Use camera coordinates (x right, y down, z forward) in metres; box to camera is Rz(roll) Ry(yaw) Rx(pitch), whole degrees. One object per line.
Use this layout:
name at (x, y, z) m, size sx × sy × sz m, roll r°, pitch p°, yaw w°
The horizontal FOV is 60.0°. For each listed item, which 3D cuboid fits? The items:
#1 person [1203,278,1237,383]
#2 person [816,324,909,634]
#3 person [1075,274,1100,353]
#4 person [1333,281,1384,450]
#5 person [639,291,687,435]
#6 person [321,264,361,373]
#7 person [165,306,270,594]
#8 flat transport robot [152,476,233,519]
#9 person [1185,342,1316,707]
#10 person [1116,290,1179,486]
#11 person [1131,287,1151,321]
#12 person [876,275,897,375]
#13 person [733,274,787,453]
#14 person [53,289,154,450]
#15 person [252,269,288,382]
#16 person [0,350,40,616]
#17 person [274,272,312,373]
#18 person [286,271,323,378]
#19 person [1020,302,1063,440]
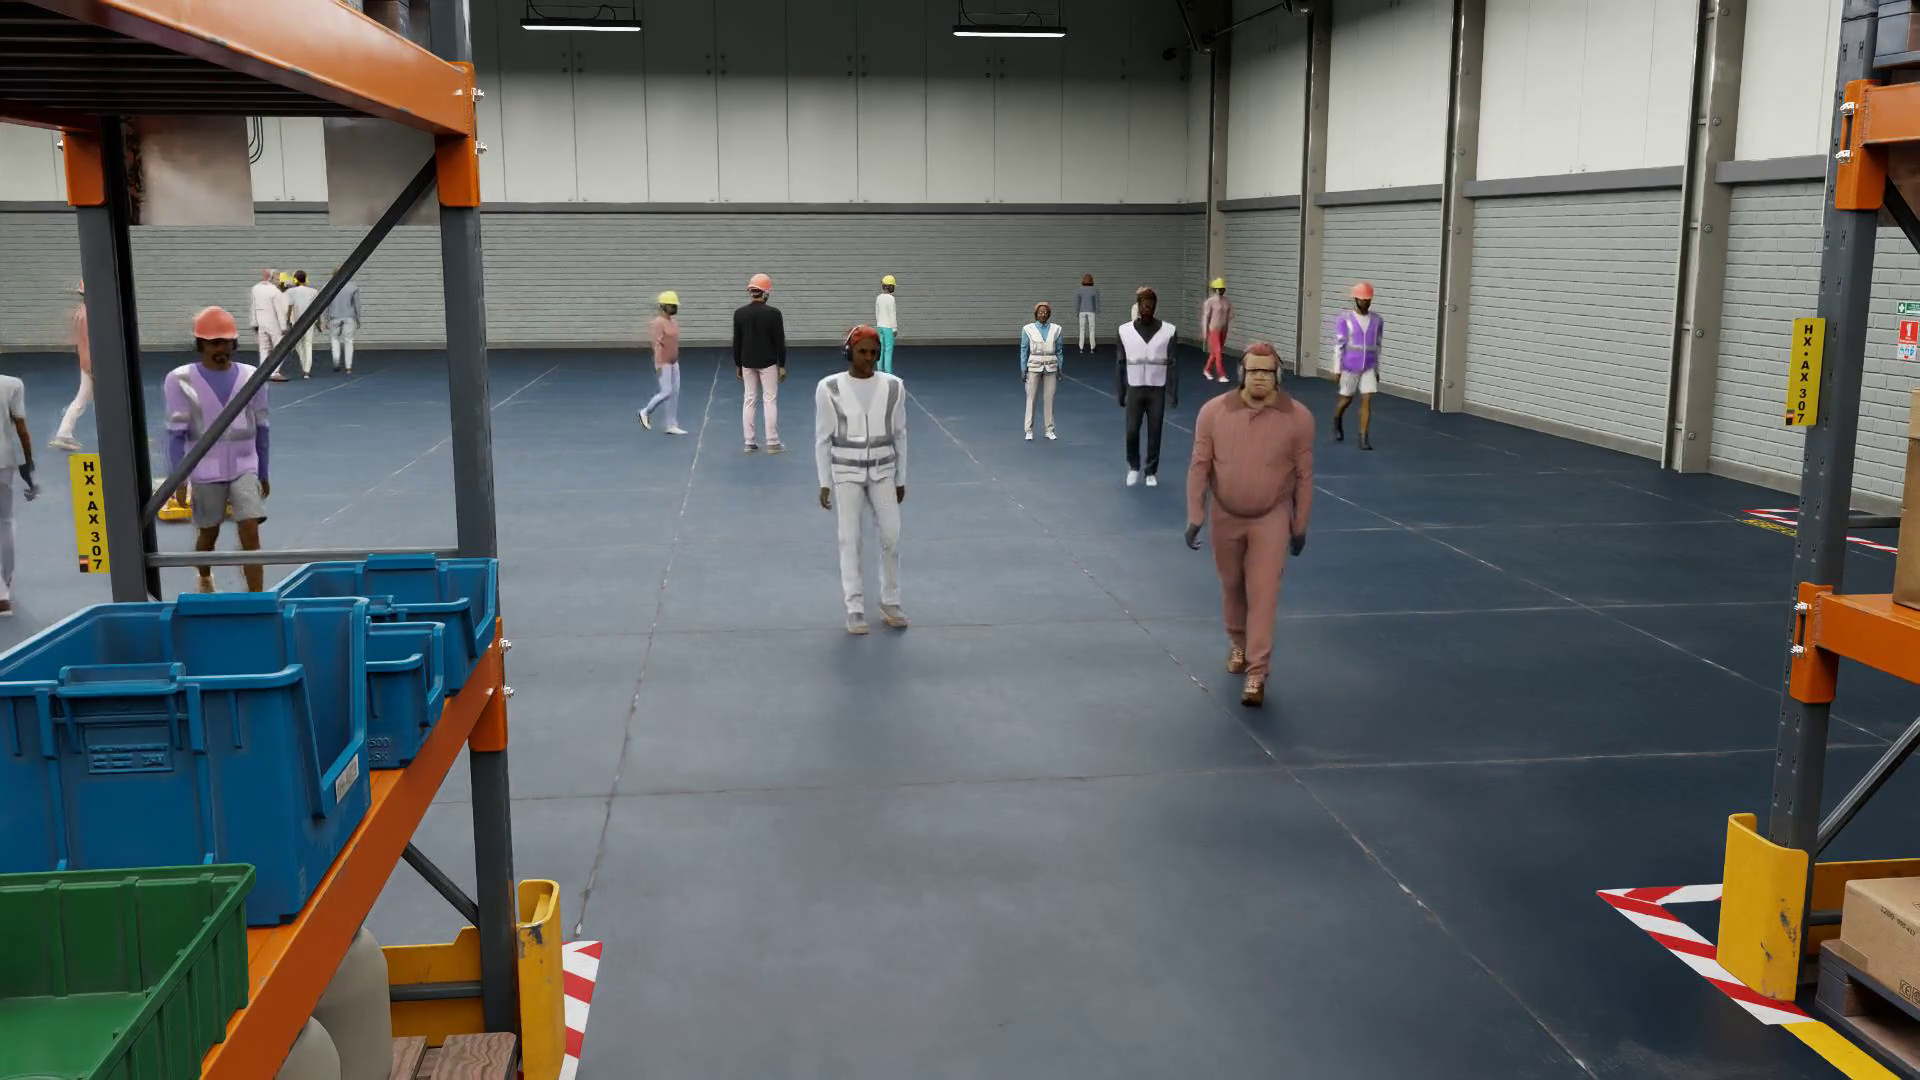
person at (4.298, -3.513, 27.794) m, size 0.522 × 1.727 × 0.869 m, roll -6°, pitch 12°, yaw -29°
person at (-0.592, -0.371, 10.154) m, size 0.591 × 1.884 × 0.410 m, roll -3°, pitch 11°, yaw -16°
person at (2.656, -4.714, 34.632) m, size 0.507 × 1.631 × 0.266 m, roll 3°, pitch 11°, yaw 14°
person at (4.538, -2.005, 19.056) m, size 0.552 × 1.912 × 0.826 m, roll -1°, pitch 10°, yaw -5°
person at (-3.605, -2.149, 20.225) m, size 0.490 × 1.750 × 0.541 m, roll 4°, pitch 11°, yaw 22°
person at (-10.932, -3.908, 29.445) m, size 0.640 × 1.915 × 0.618 m, roll -4°, pitch 11°, yaw -19°
person at (-4.581, -0.455, 10.311) m, size 0.612 × 1.998 × 1.043 m, roll -7°, pitch 13°, yaw -35°
flat transport robot at (-6.877, -0.395, 14.690) m, size 0.652 × 0.197 × 1.431 m, roll -8°, pitch 13°, yaw -39°
person at (1.540, -0.121, 8.846) m, size 0.636 × 1.863 × 0.992 m, roll 4°, pitch 11°, yaw 20°
person at (1.804, -1.448, 16.015) m, size 0.603 × 1.901 × 0.536 m, roll 1°, pitch 10°, yaw 5°
person at (2.804, -3.096, 25.743) m, size 0.315 × 1.640 × 0.515 m, roll 7°, pitch 12°, yaw 32°
person at (-1.206, -3.537, 27.837) m, size 0.327 × 1.760 × 0.523 m, roll -7°, pitch 12°, yaw -33°
person at (-2.220, -1.965, 18.569) m, size 0.623 × 1.992 × 0.396 m, roll 4°, pitch 11°, yaw 19°
person at (-9.845, -1.992, 18.877) m, size 0.623 × 1.948 × 1.024 m, roll 10°, pitch 14°, yaw 44°
person at (-11.479, -3.568, 27.714) m, size 0.737 × 1.874 × 0.398 m, roll 5°, pitch 12°, yaw 27°
person at (-6.341, -0.453, 10.789) m, size 0.569 × 1.806 × 0.985 m, roll -8°, pitch 13°, yaw -36°
person at (-11.842, -3.808, 29.264) m, size 0.594 × 1.788 × 0.915 m, roll 4°, pitch 11°, yaw 23°
person at (-11.241, -3.689, 28.517) m, size 0.584 × 1.804 × 0.927 m, roll -4°, pitch 11°, yaw -23°
person at (0.972, -2.001, 19.742) m, size 0.525 × 1.639 × 0.307 m, roll -2°, pitch 11°, yaw -11°
